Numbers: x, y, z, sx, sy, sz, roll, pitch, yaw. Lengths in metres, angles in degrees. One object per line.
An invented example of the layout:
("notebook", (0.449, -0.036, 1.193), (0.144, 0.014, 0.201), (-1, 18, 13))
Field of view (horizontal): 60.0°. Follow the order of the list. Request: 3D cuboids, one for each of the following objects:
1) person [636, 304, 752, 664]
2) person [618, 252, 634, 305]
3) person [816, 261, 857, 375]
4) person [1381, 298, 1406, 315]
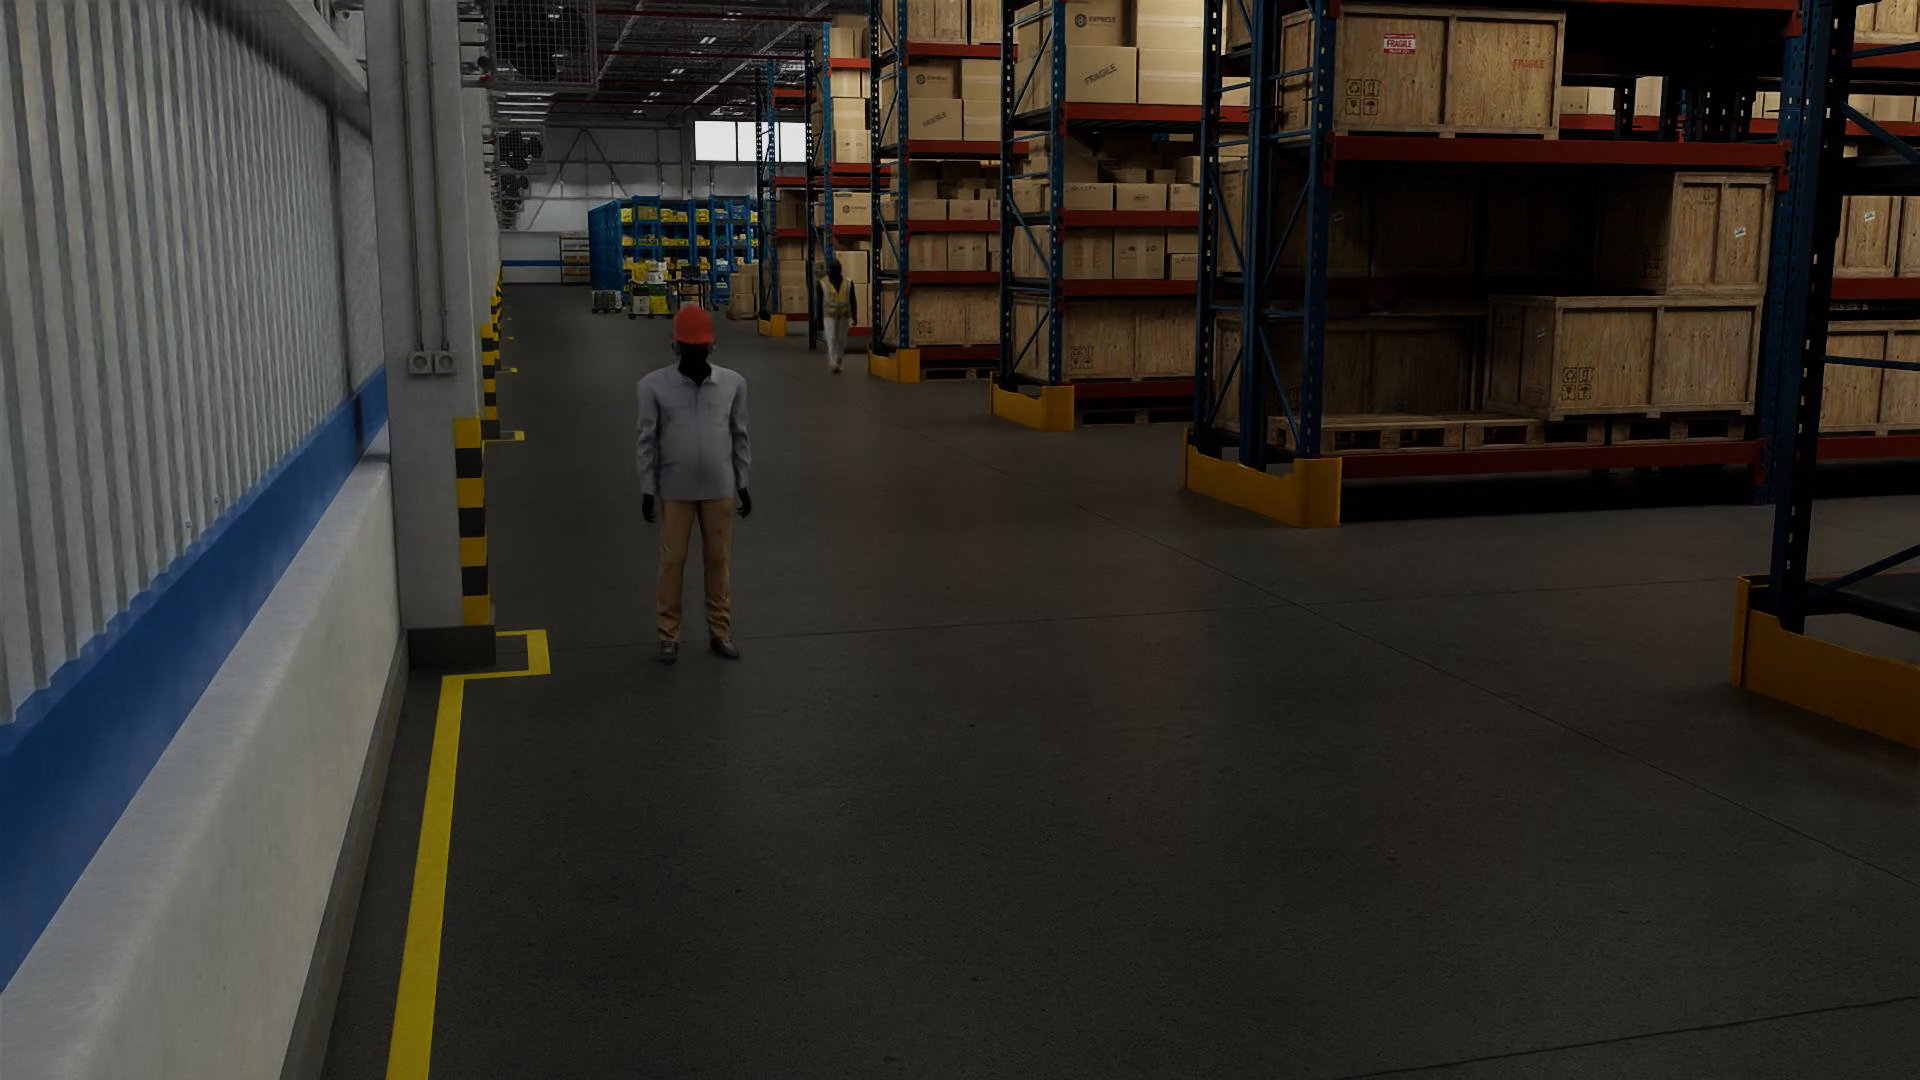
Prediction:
("person", (-1.280, -0.270, 8.096), (0.573, 1.746, 0.345), (-4, 11, -23))
("person", (-11.543, -9.040, 57.515), (0.563, 1.837, 0.393), (-7, 12, -33))
("person", (-1.966, -3.557, 26.601), (0.620, 1.797, 0.963), (-3, 10, -16))
("person", (4.268, -1.667, 16.375), (0.502, 1.620, 0.518), (4, 11, 20))
